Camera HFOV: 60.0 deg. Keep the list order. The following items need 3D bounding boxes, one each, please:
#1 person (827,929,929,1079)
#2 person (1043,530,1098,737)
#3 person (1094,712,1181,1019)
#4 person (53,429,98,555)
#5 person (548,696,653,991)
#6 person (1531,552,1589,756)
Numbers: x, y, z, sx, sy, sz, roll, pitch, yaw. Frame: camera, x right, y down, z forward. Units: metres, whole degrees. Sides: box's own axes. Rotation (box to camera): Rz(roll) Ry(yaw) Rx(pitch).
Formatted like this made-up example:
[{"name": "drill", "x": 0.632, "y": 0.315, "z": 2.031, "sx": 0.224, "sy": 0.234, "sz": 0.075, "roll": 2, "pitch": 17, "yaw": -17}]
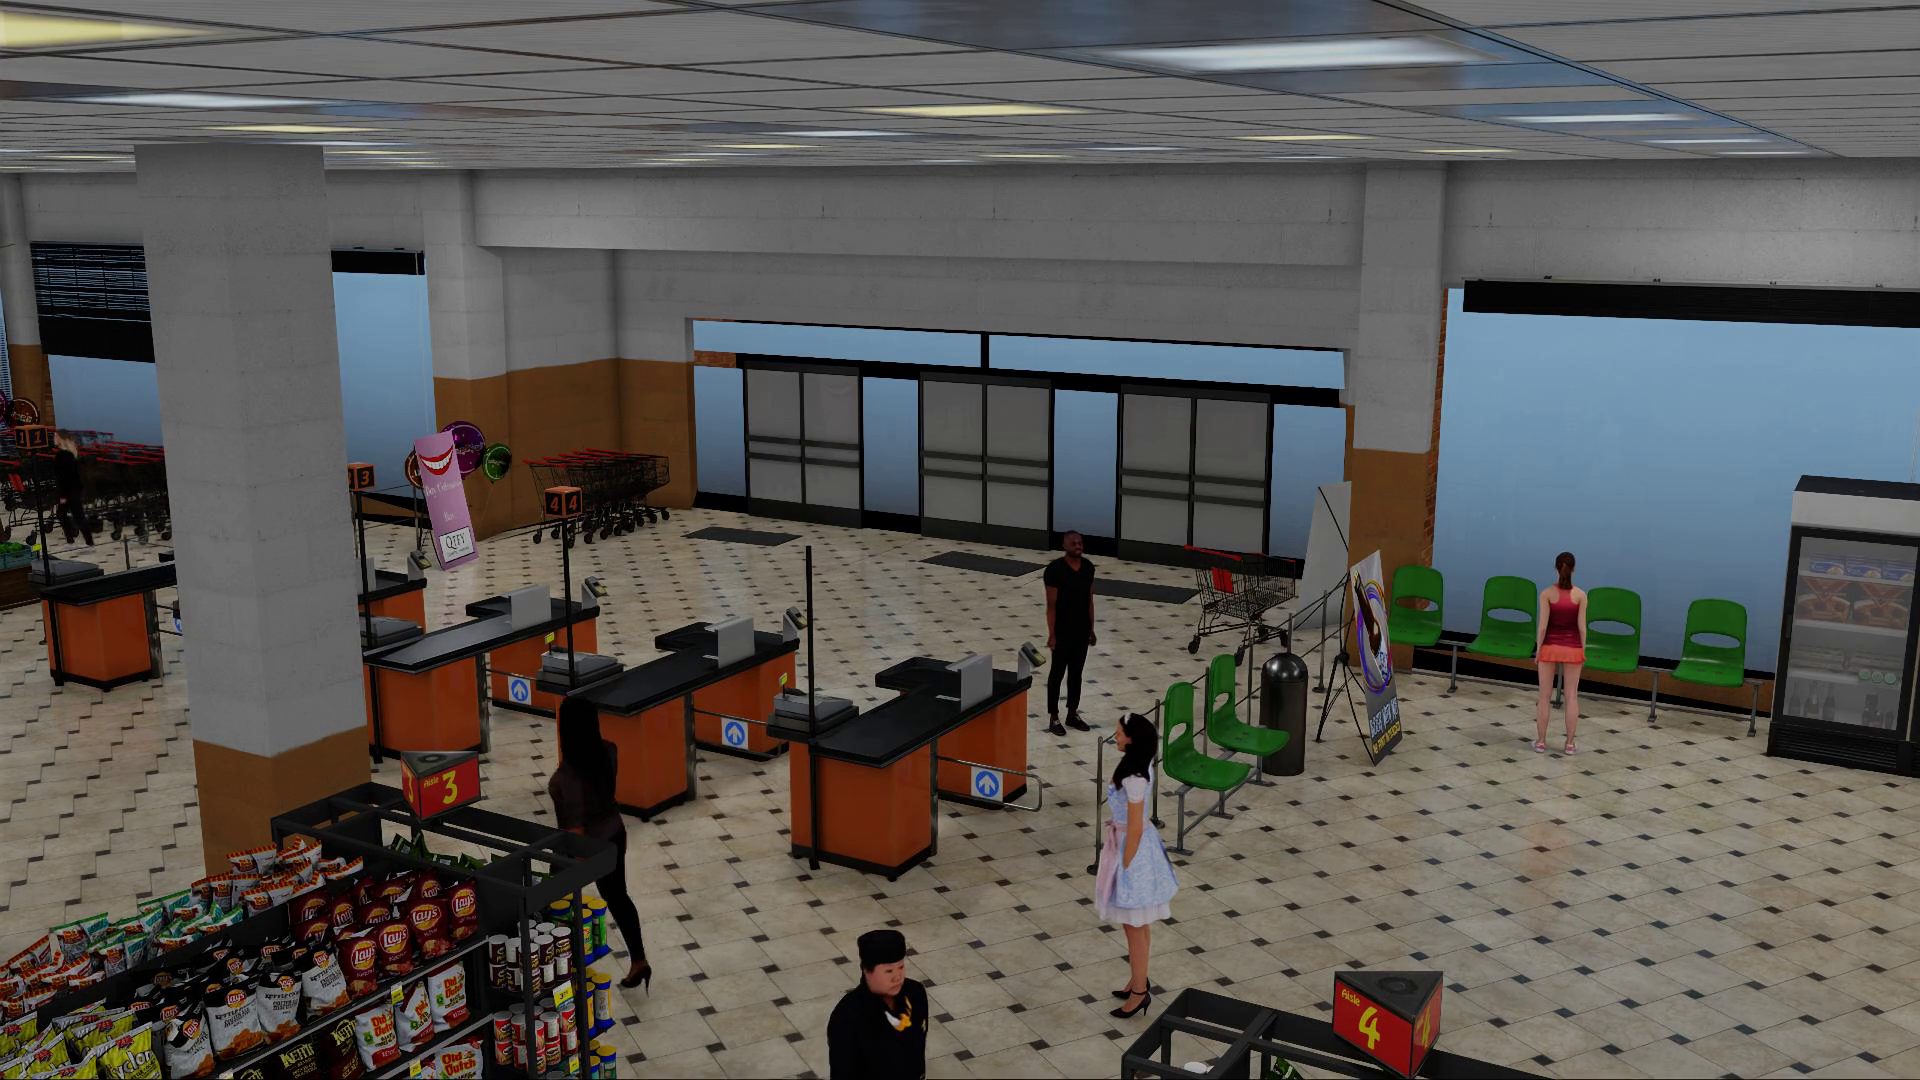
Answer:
[{"name": "person", "x": -0.402, "y": 2.474, "z": 7.248, "sx": 1.119, "sy": 1.629, "sz": 1.016, "roll": -10, "pitch": 15, "yaw": -38}, {"name": "person", "x": 0.967, "y": 0.801, "z": 14.733, "sx": 0.689, "sy": 1.819, "sz": 0.812, "roll": -7, "pitch": 14, "yaw": -28}, {"name": "person", "x": 0.999, "y": 1.876, "z": 9.632, "sx": 0.866, "sy": 1.816, "sz": 0.782, "roll": 2, "pitch": 12, "yaw": 9}, {"name": "person", "x": -11.593, "y": -0.632, "z": 21.906, "sx": 0.870, "sy": 1.666, "sz": 0.809, "roll": -6, "pitch": 13, "yaw": -26}, {"name": "person", "x": -2.101, "y": 1.845, "z": 9.847, "sx": 0.705, "sy": 1.789, "sz": 1.086, "roll": 7, "pitch": 14, "yaw": 30}, {"name": "person", "x": 5.109, "y": 0.955, "z": 14.160, "sx": 0.626, "sy": 1.754, "sz": 0.631, "roll": 3, "pitch": 12, "yaw": 15}]
